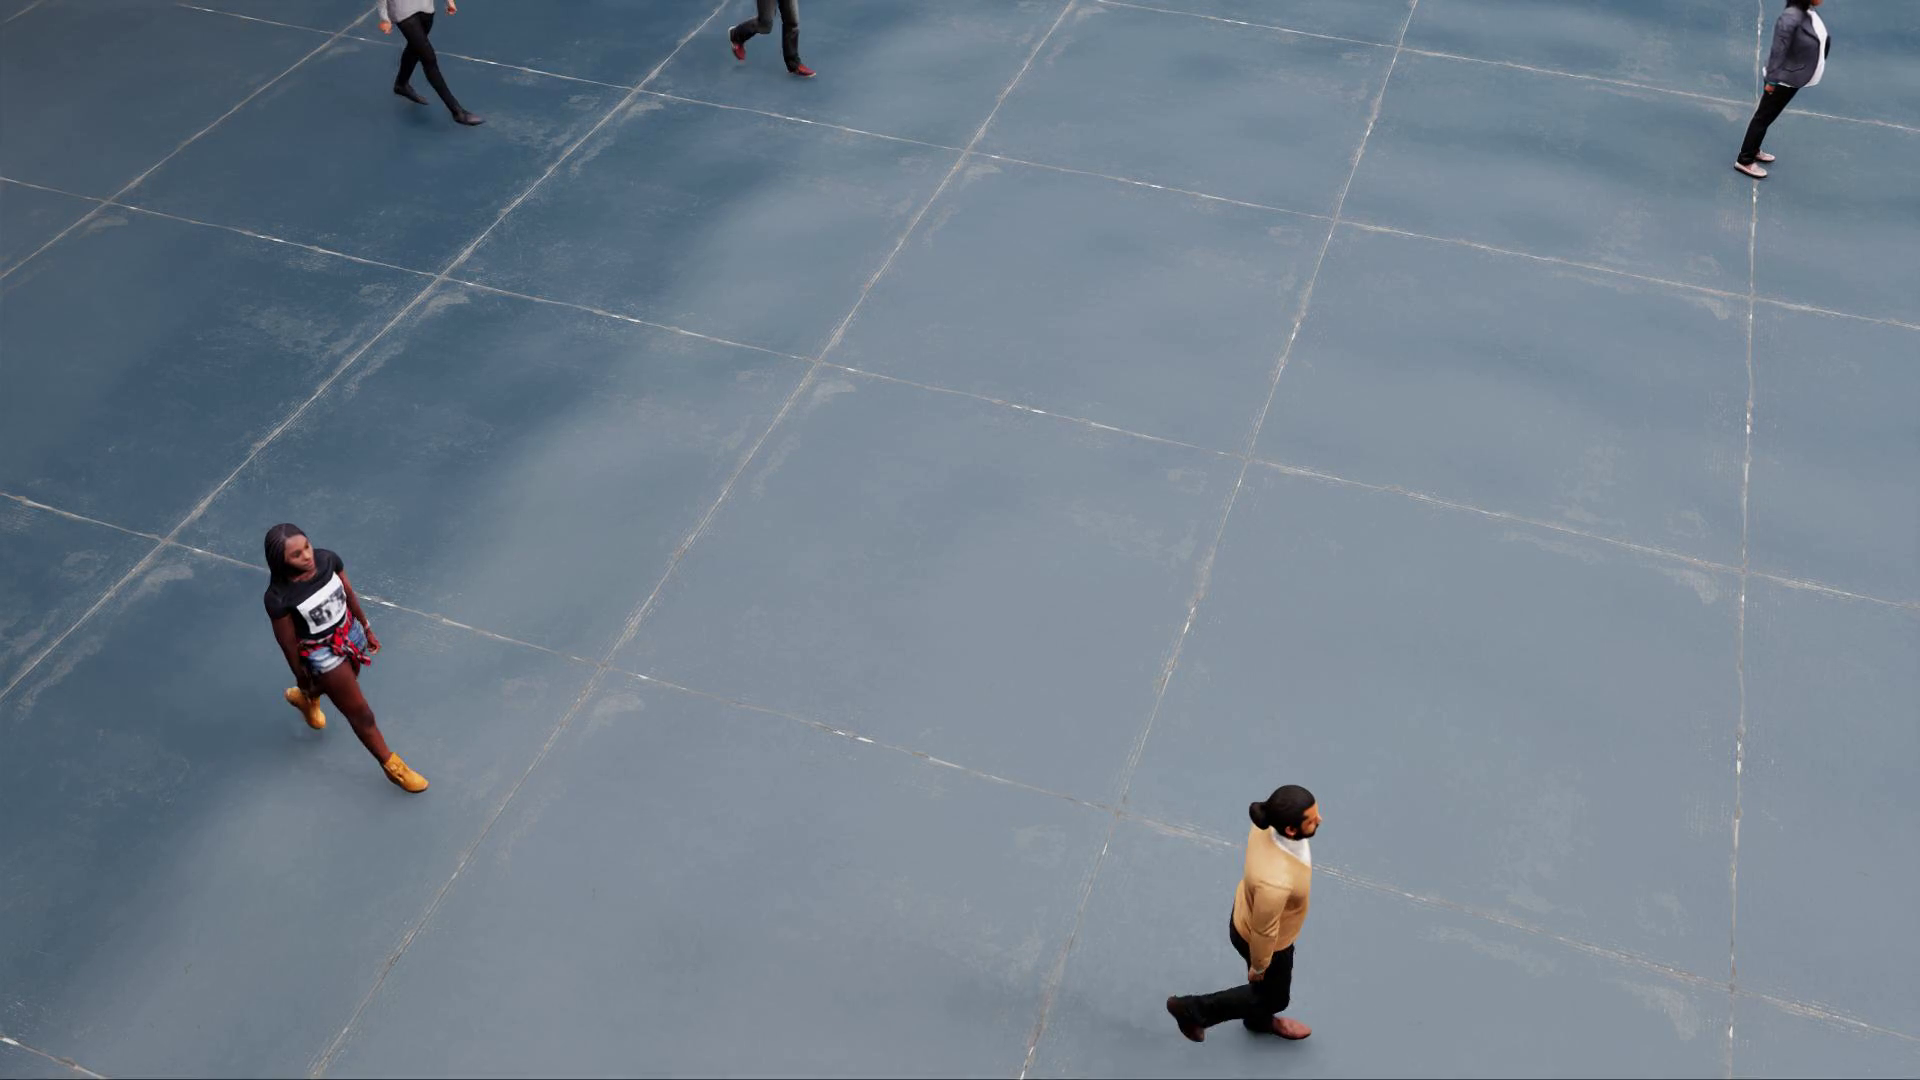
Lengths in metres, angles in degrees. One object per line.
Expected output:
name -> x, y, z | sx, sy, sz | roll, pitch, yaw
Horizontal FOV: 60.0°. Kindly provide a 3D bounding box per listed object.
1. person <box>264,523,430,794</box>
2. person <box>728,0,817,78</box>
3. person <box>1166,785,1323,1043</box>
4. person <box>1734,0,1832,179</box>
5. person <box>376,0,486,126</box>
person -> -3.177, 0.534, 8.257 | 1.168, 1.695, 0.640 | 17, 46, 17
person -> -1.630, -4.706, 13.803 | 1.081, 1.785, 0.790 | 22, 47, 22
person -> 1.236, 1.624, 7.059 | 0.937, 1.738, 0.737 | 8, 44, 8
person -> 6.319, -3.588, 12.744 | 0.740, 1.597, 0.741 | 25, 49, 25
person -> -4.432, -4.249, 13.254 | 1.298, 1.867, 0.870 | 21, 47, 21
